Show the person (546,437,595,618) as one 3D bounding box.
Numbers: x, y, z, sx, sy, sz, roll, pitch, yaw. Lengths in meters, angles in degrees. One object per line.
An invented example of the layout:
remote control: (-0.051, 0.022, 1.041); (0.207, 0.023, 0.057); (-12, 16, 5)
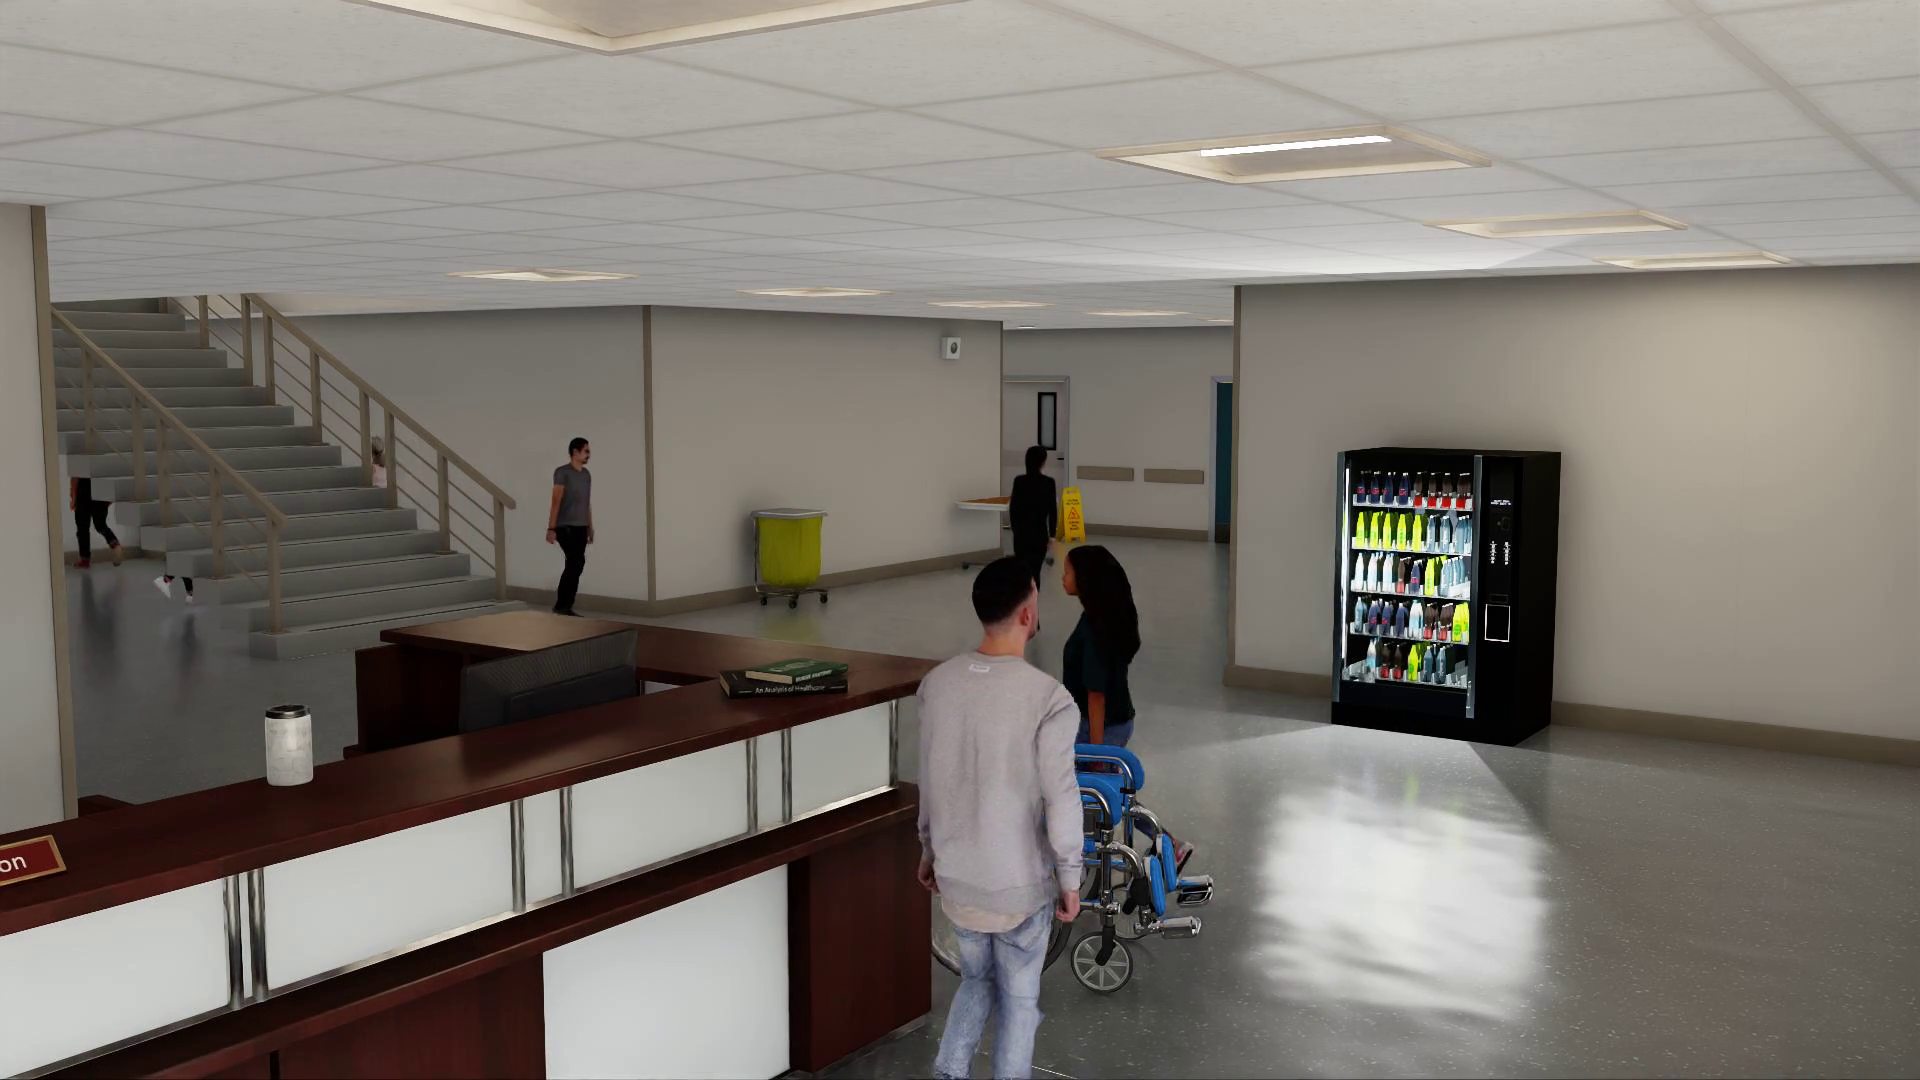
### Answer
person: (-3.737, -0.094, 15.743); (0.667, 1.731, 0.727); (3, 7, 29)

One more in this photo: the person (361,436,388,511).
person: (-5.938, -0.217, 17.192); (1.020, 1.684, 0.666); (3, 7, 29)

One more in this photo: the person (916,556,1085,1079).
person: (0.064, 0.964, 4.753); (0.682, 1.824, 0.749); (4, 7, 33)

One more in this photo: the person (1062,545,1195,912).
person: (0.695, 0.830, 7.206); (0.924, 1.599, 0.770); (1, 6, 13)

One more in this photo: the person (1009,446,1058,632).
person: (0.636, 0.034, 14.823); (1.057, 1.659, 1.050); (0, 6, -3)

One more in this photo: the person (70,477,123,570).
person: (-10.278, -0.503, 19.754); (0.990, 1.741, 0.691); (3, 7, 29)
